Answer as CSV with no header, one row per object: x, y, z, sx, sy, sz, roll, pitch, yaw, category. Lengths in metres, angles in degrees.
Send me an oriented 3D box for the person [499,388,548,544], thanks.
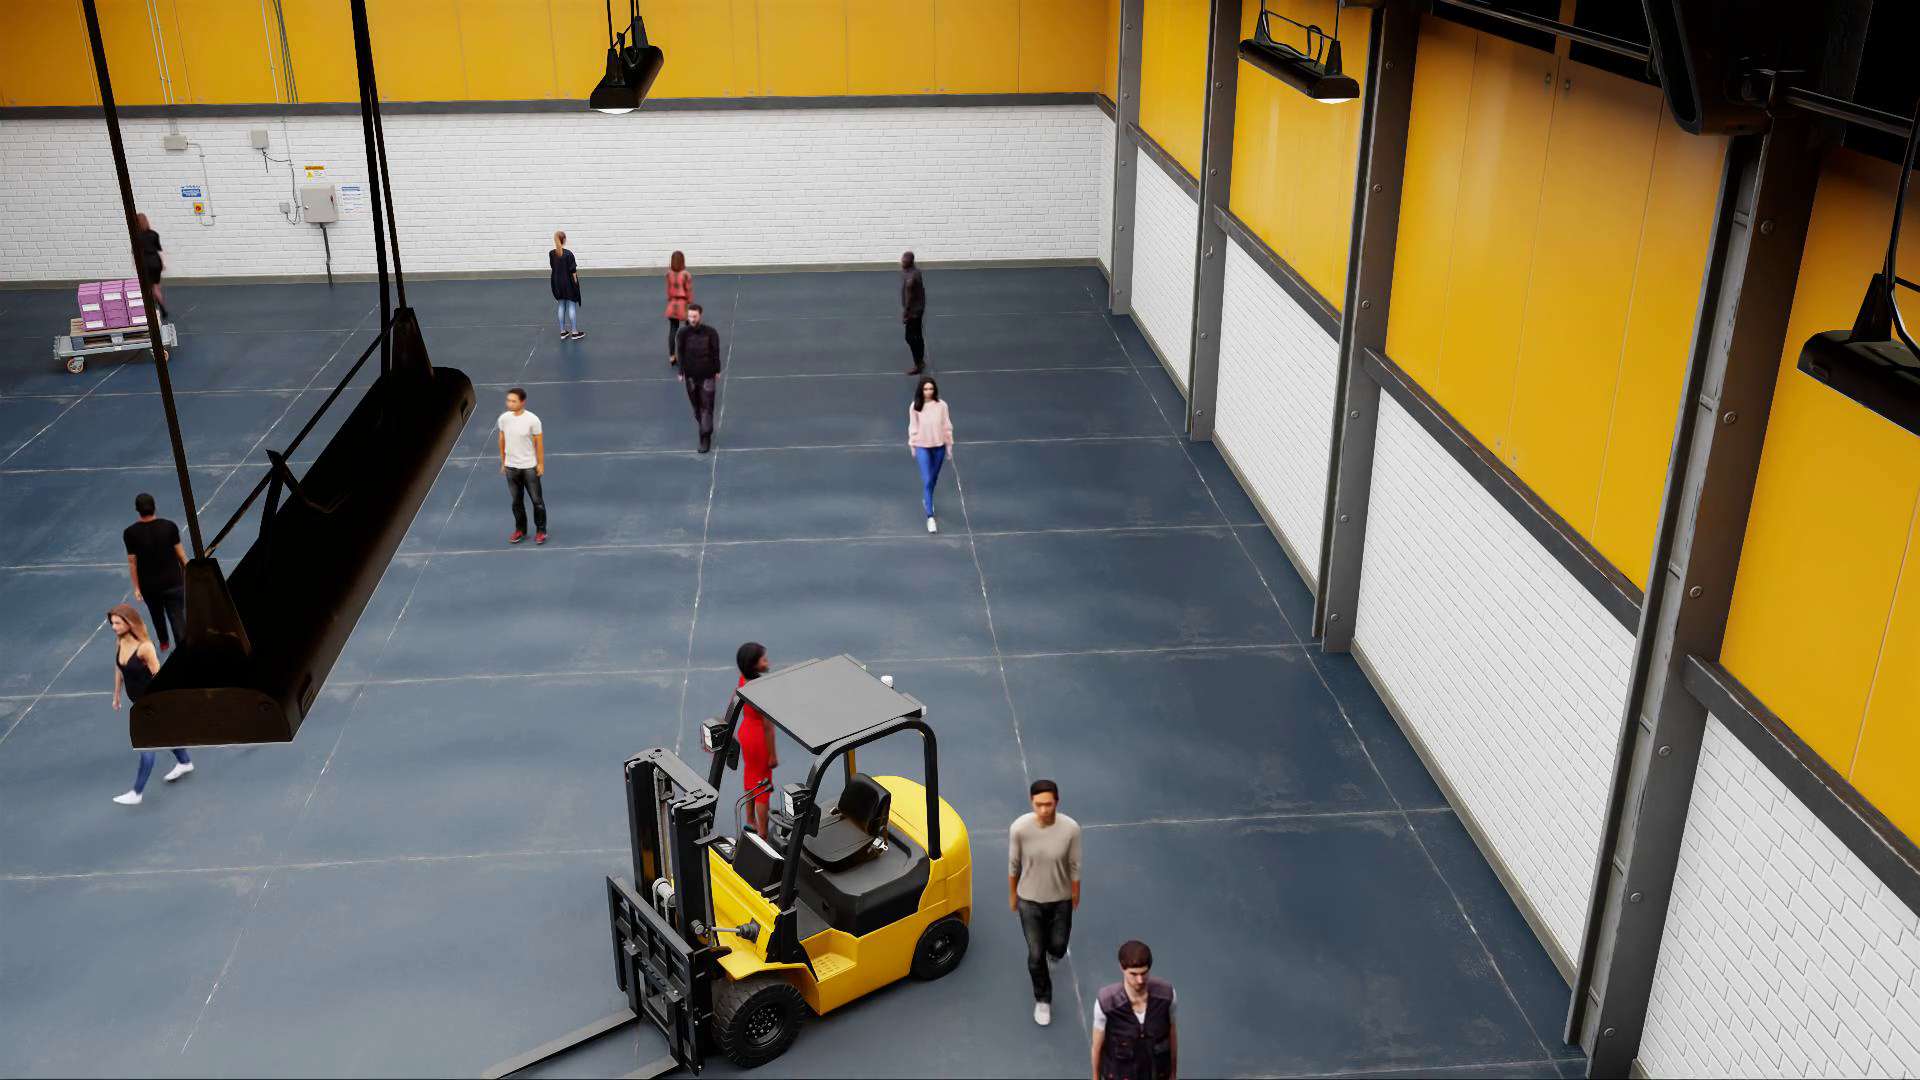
-4.835,-0.841,18.426,0.690,1.798,0.610,3,24,7,person

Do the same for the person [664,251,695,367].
-4.140,-3.362,24.371,0.939,1.657,1.164,9,25,20,person

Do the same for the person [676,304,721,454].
-3.306,-2.111,21.234,0.823,1.878,1.229,2,24,5,person

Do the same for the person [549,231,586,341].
-6.097,-3.937,25.651,0.709,1.685,0.701,8,25,18,person

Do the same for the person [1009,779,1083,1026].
0.561,2.337,11.161,0.701,1.794,0.928,0,24,1,person

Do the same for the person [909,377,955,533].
-0.341,-1.039,18.974,0.716,1.722,1.155,-4,24,-9,person

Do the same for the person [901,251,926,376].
-0.638,-3.328,24.096,0.934,1.814,0.618,8,25,18,person

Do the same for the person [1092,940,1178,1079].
0.986,3.029,9.536,0.742,1.827,1.045,-5,24,-11,person

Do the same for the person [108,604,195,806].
-6.630,1.281,13.717,0.973,1.683,1.086,15,28,30,person

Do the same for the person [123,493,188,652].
-7.485,0.433,15.618,0.952,1.713,1.235,-12,26,-26,person

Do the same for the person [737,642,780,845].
-1.582,1.599,12.914,0.694,1.743,0.571,-13,27,-27,person

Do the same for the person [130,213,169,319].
-12.922,-4.356,26.625,0.973,1.673,1.090,-20,31,-38,person
